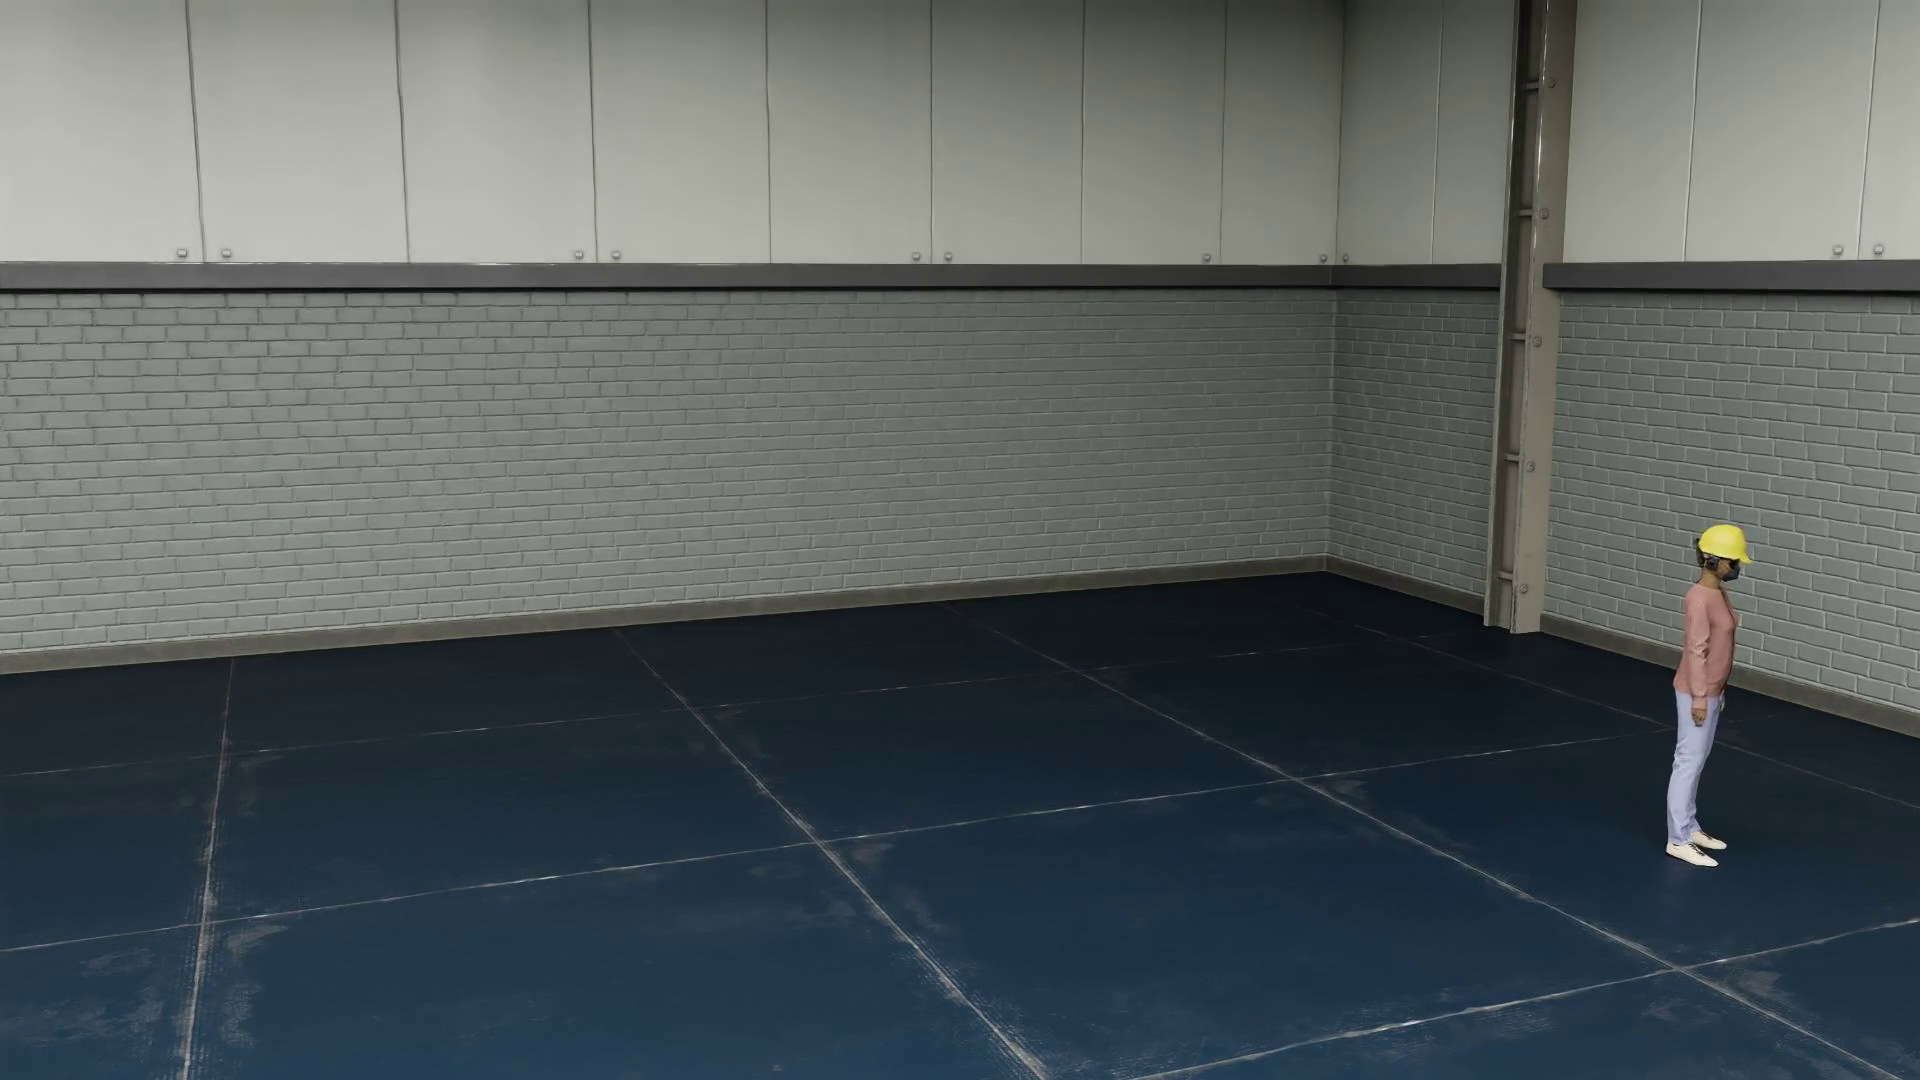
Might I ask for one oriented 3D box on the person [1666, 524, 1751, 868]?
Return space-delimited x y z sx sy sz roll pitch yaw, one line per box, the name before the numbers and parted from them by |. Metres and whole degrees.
person | 3.877 0.791 8.627 0.317 1.765 0.522 6 11 33
